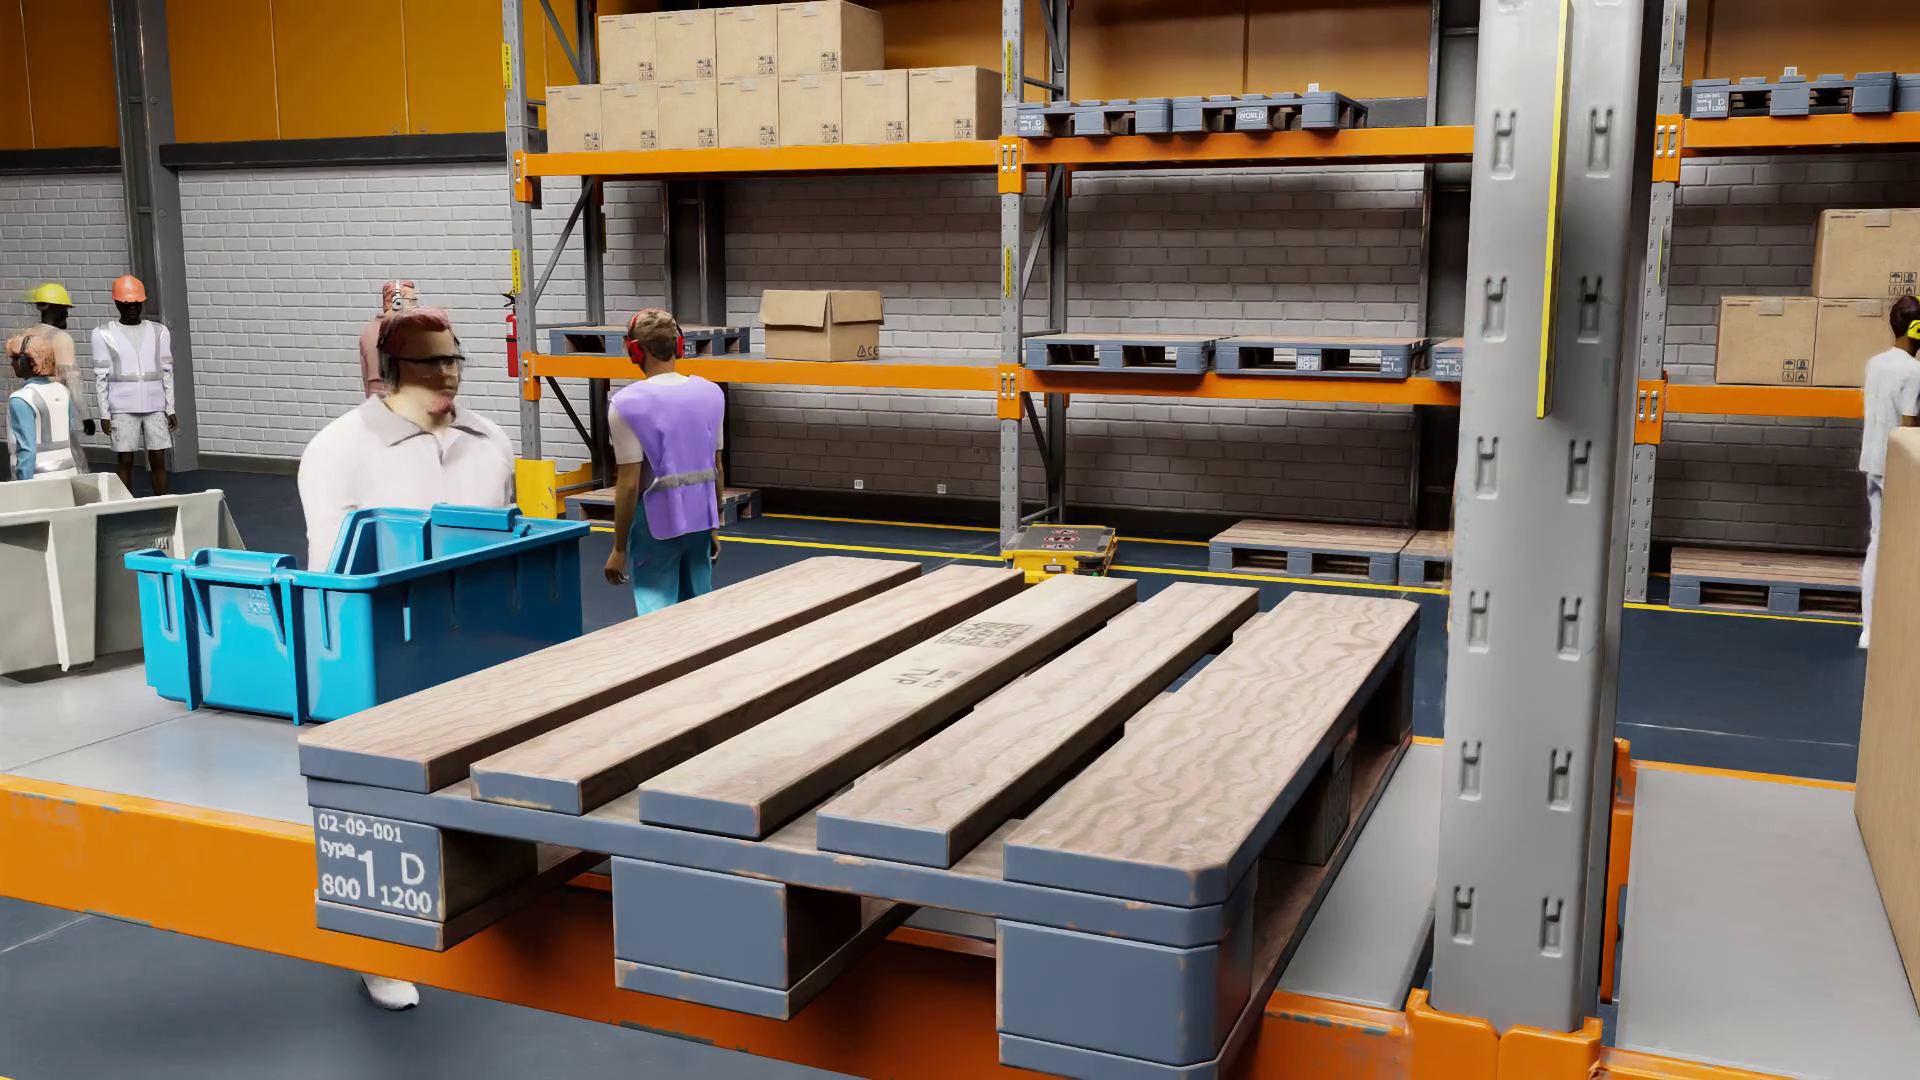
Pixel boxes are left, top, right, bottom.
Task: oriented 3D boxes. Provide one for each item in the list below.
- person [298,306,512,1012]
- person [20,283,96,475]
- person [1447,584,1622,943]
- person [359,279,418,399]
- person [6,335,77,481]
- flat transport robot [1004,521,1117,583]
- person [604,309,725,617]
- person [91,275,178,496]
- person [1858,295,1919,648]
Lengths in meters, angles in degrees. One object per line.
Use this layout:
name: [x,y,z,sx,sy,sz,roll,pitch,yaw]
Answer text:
person: [-1.464,0.312,4.611,0.402,1.905,0.654,7,12,37]
person: [-6.873,-1.008,12.614,0.610,1.881,1.011,7,12,35]
person: [1.562,0.266,4.857,0.782,1.914,0.563,3,10,16]
person: [-3.889,-0.858,11.623,0.642,1.905,0.399,8,12,40]
person: [-4.912,-0.278,8.934,0.309,1.641,0.515,-1,10,-4]
flat transport robot: [0.668,0.073,10.925,0.652,0.197,1.431,1,10,9]
person: [-1.170,-0.006,6.716,0.388,1.837,0.563,8,12,39]
person: [-6.066,-0.979,12.276,0.542,1.933,0.382,-8,12,-40]
person: [4.848,-0.325,8.575,0.391,1.864,0.534,0,9,-1]
